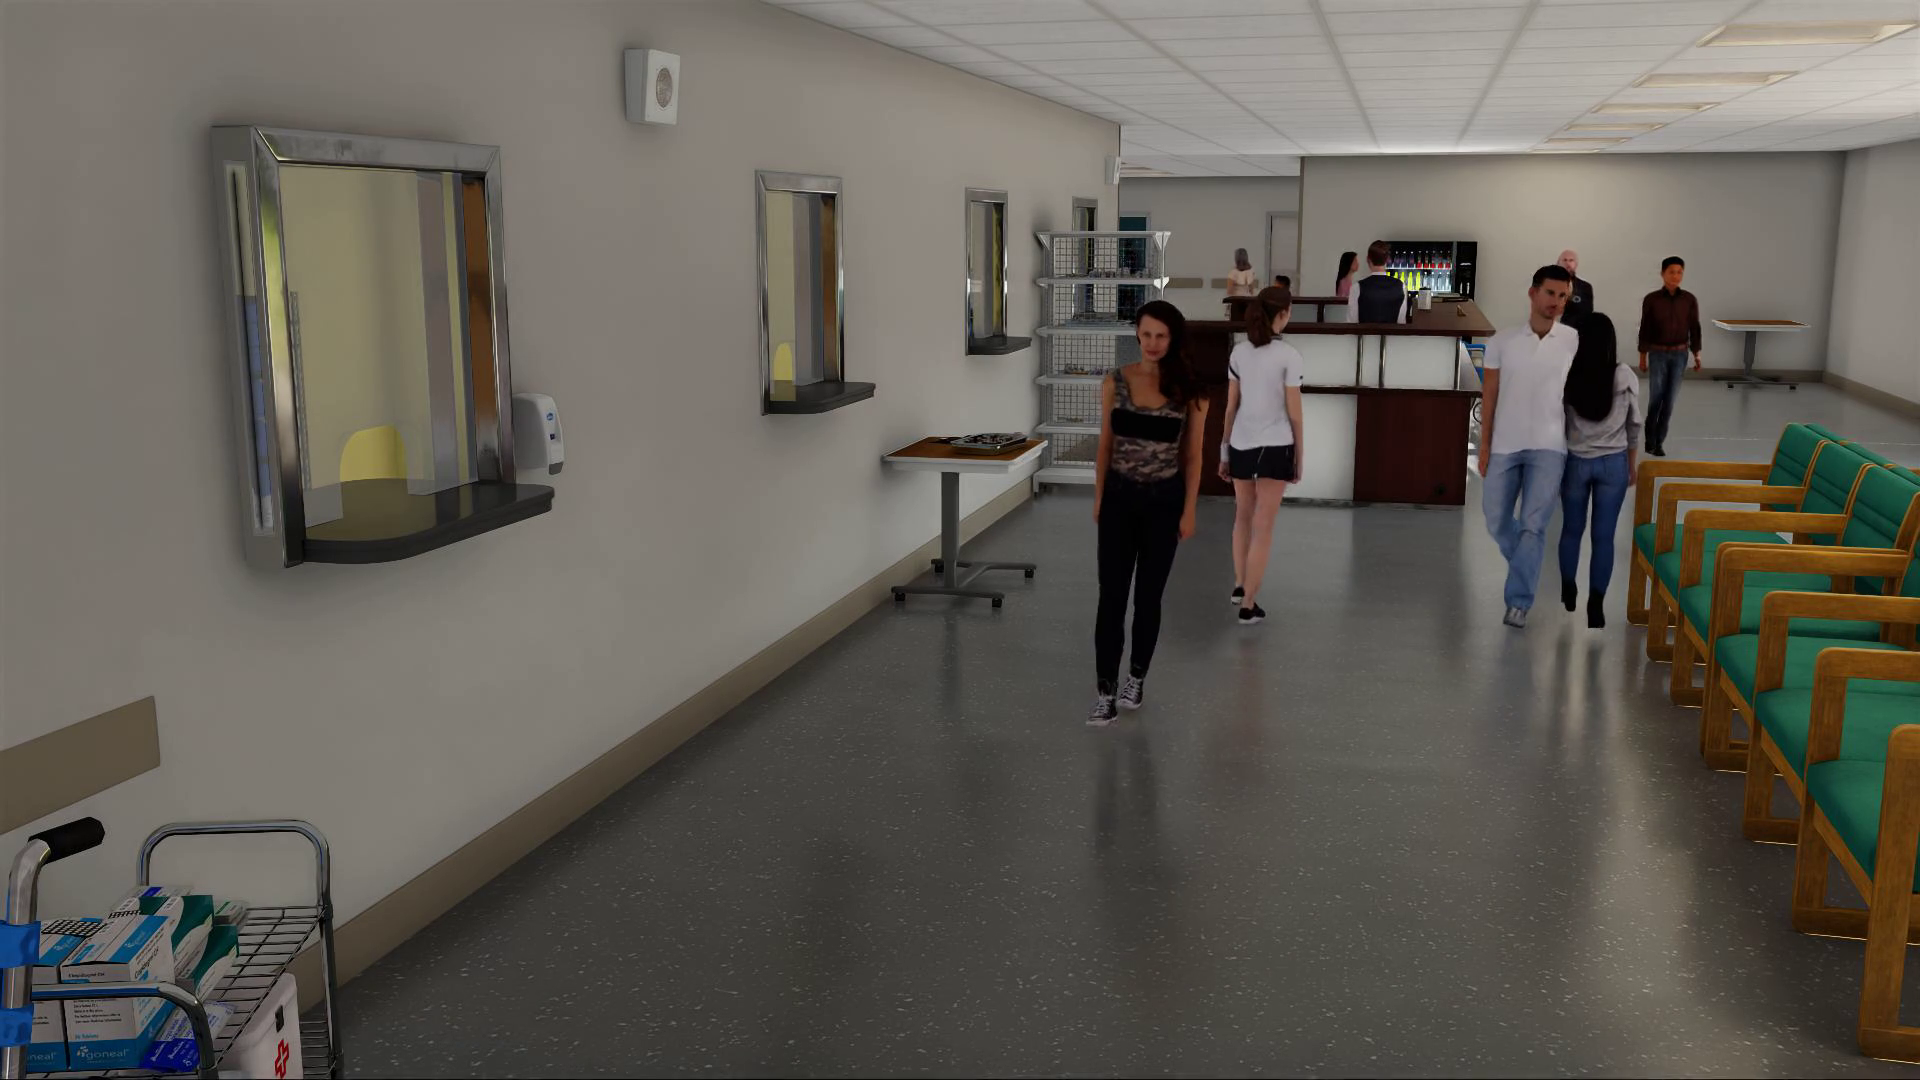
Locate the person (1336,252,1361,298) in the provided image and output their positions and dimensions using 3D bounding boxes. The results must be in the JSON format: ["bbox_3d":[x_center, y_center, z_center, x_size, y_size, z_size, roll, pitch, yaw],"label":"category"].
[{"bbox_3d":[4.559,-2.586,19.981,0.732,1.737,0.620,5,12,23],"label":"person"}]

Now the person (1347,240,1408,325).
[{"bbox_3d":[3.431,-1.498,13.716,0.570,1.935,0.753,1,11,4],"label":"person"}]

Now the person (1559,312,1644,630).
[{"bbox_3d":[3.211,-0.313,8.396,1.028,1.590,0.758,4,12,21],"label":"person"}]

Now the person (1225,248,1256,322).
[{"bbox_3d":[4.047,-3.269,23.624,0.816,1.721,0.868,-5,12,-25],"label":"person"}]

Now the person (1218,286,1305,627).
[{"bbox_3d":[1.506,-0.408,8.509,0.631,1.735,0.719,6,12,29],"label":"person"}]

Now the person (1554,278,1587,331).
[{"bbox_3d":[4.989,-1.406,13.938,0.531,1.671,0.701,5,12,25],"label":"person"}]

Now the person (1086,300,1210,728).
[{"bbox_3d":[0.792,-0.115,6.960,0.833,1.736,0.691,3,11,16],"label":"person"}]

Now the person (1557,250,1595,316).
[{"bbox_3d":[5.616,-1.766,15.566,1.140,1.771,0.764,3,11,16],"label":"person"}]

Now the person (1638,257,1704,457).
[{"bbox_3d":[6.287,-1.622,14.821,0.567,1.767,0.736,2,11,9],"label":"person"}]

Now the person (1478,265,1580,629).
[{"bbox_3d":[2.953,-0.477,8.626,1.065,1.826,0.889,6,12,28],"label":"person"}]
